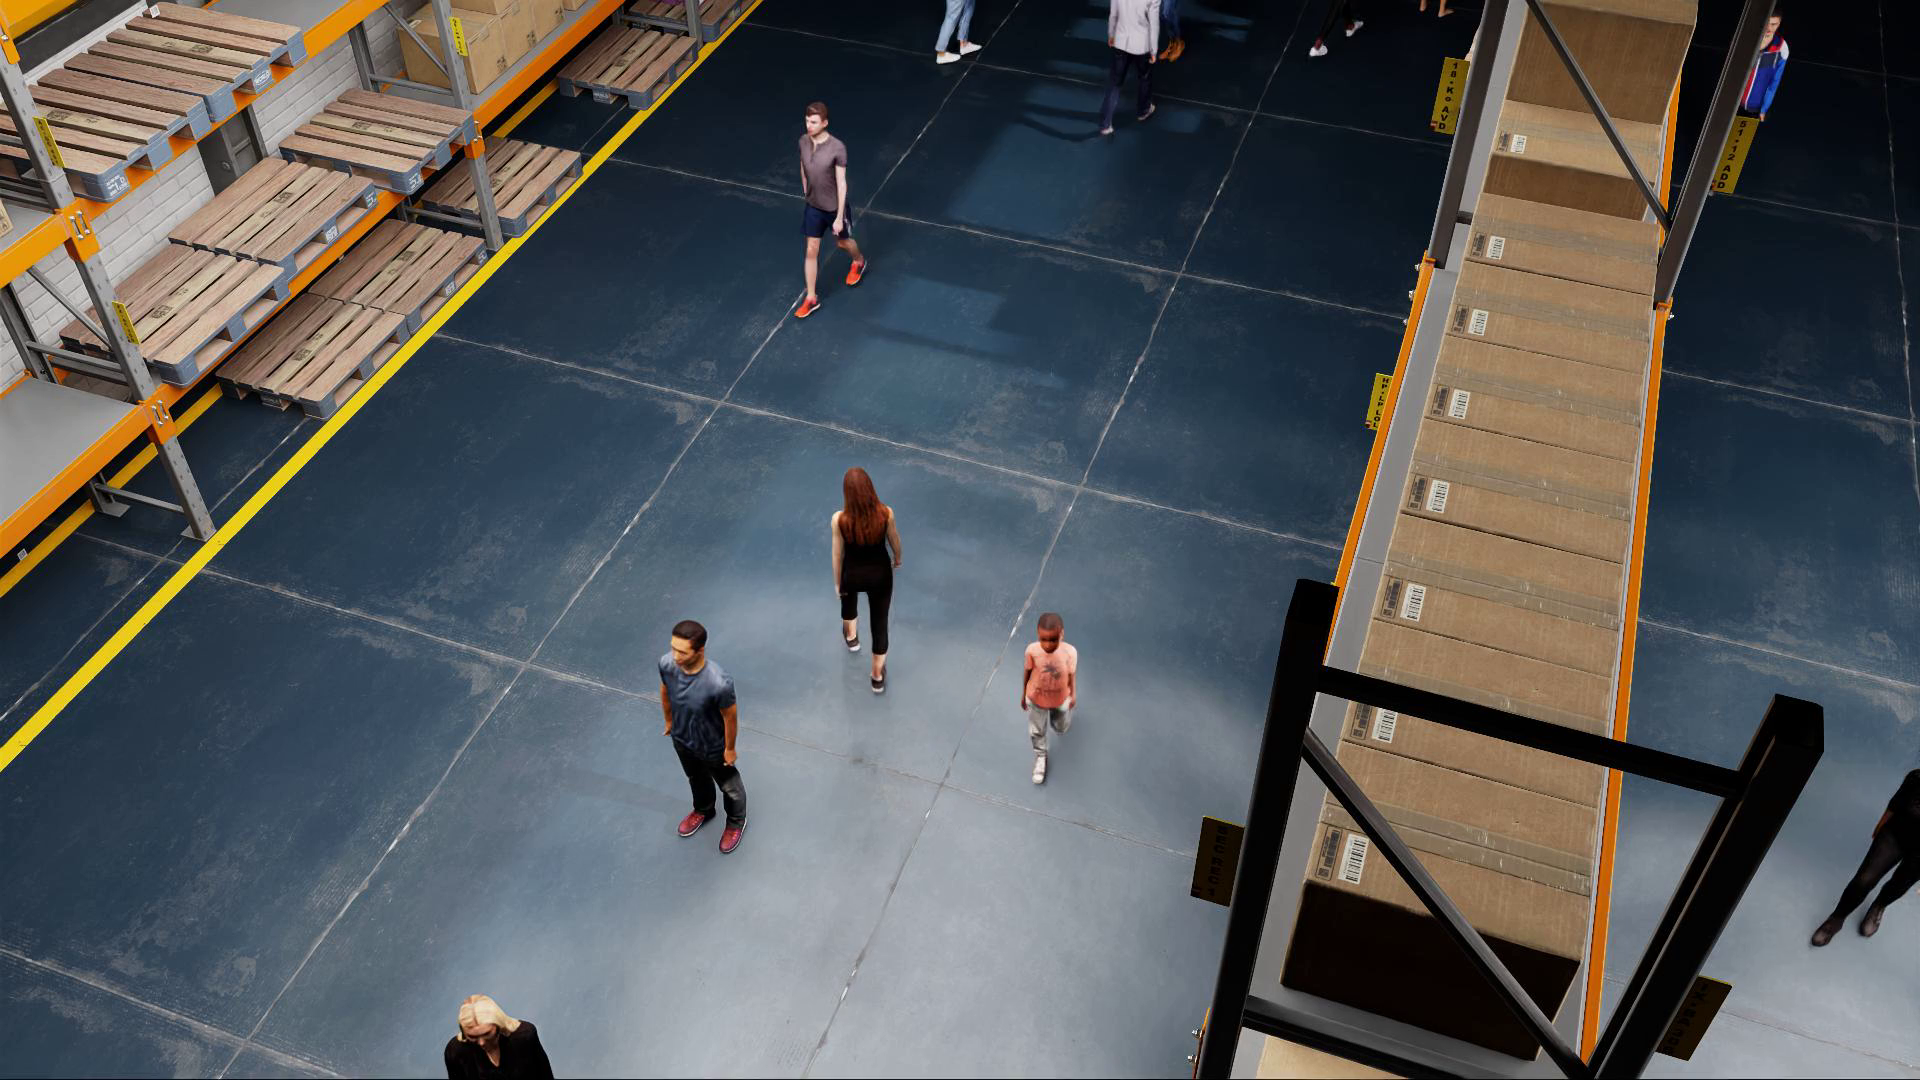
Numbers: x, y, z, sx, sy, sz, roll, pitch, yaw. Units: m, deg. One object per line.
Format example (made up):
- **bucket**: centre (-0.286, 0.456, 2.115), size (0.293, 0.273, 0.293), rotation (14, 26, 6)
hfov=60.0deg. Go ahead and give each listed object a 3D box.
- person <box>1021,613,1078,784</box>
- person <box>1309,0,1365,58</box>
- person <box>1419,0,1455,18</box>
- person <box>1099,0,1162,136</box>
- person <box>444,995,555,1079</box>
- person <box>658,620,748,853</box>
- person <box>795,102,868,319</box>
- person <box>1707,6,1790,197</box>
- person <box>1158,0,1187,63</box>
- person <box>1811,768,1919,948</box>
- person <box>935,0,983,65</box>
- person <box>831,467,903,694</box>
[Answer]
- **person**: centre (0.553, 0.899, 10.266), size (0.576, 1.298, 0.797), rotation (6, 44, 6)
- **person**: centre (3.890, -5.745, 16.964), size (1.273, 1.679, 0.979), rotation (-34, 53, -31)
- **person**: centre (5.190, -6.445, 17.660), size (0.644, 1.733, 0.602), rotation (30, 51, 28)
- **person**: centre (1.593, -4.668, 15.732), size (0.781, 1.820, 1.131), rotation (19, 47, 19)
- **person**: centre (-2.144, 2.715, 7.965), size (0.691, 1.843, 0.744), rotation (-16, 46, -16)
- **person**: centre (-1.487, 1.119, 9.665), size (0.668, 1.809, 0.574), rotation (19, 47, 19)
- **person**: centre (-1.038, -2.790, 13.765), size (0.750, 1.812, 1.198), rotation (19, 47, 19)
- **person**: centre (7.132, -4.043, 15.132), size (0.657, 1.742, 1.003), rotation (13, 45, 13)
- **person**: centre (2.224, -5.728, 16.933), size (0.806, 1.697, 0.766), rotation (-28, 50, -26)
- **person**: centre (5.326, 1.652, 9.240), size (0.738, 1.623, 0.862), rotation (33, 52, 30)
- **person**: centre (-0.122, -5.595, 16.792), size (0.913, 1.698, 0.867), rotation (-12, 45, -12)
- **person**: centre (-0.593, 0.304, 10.597), size (0.788, 1.703, 0.963), rotation (-1, 44, -1)
